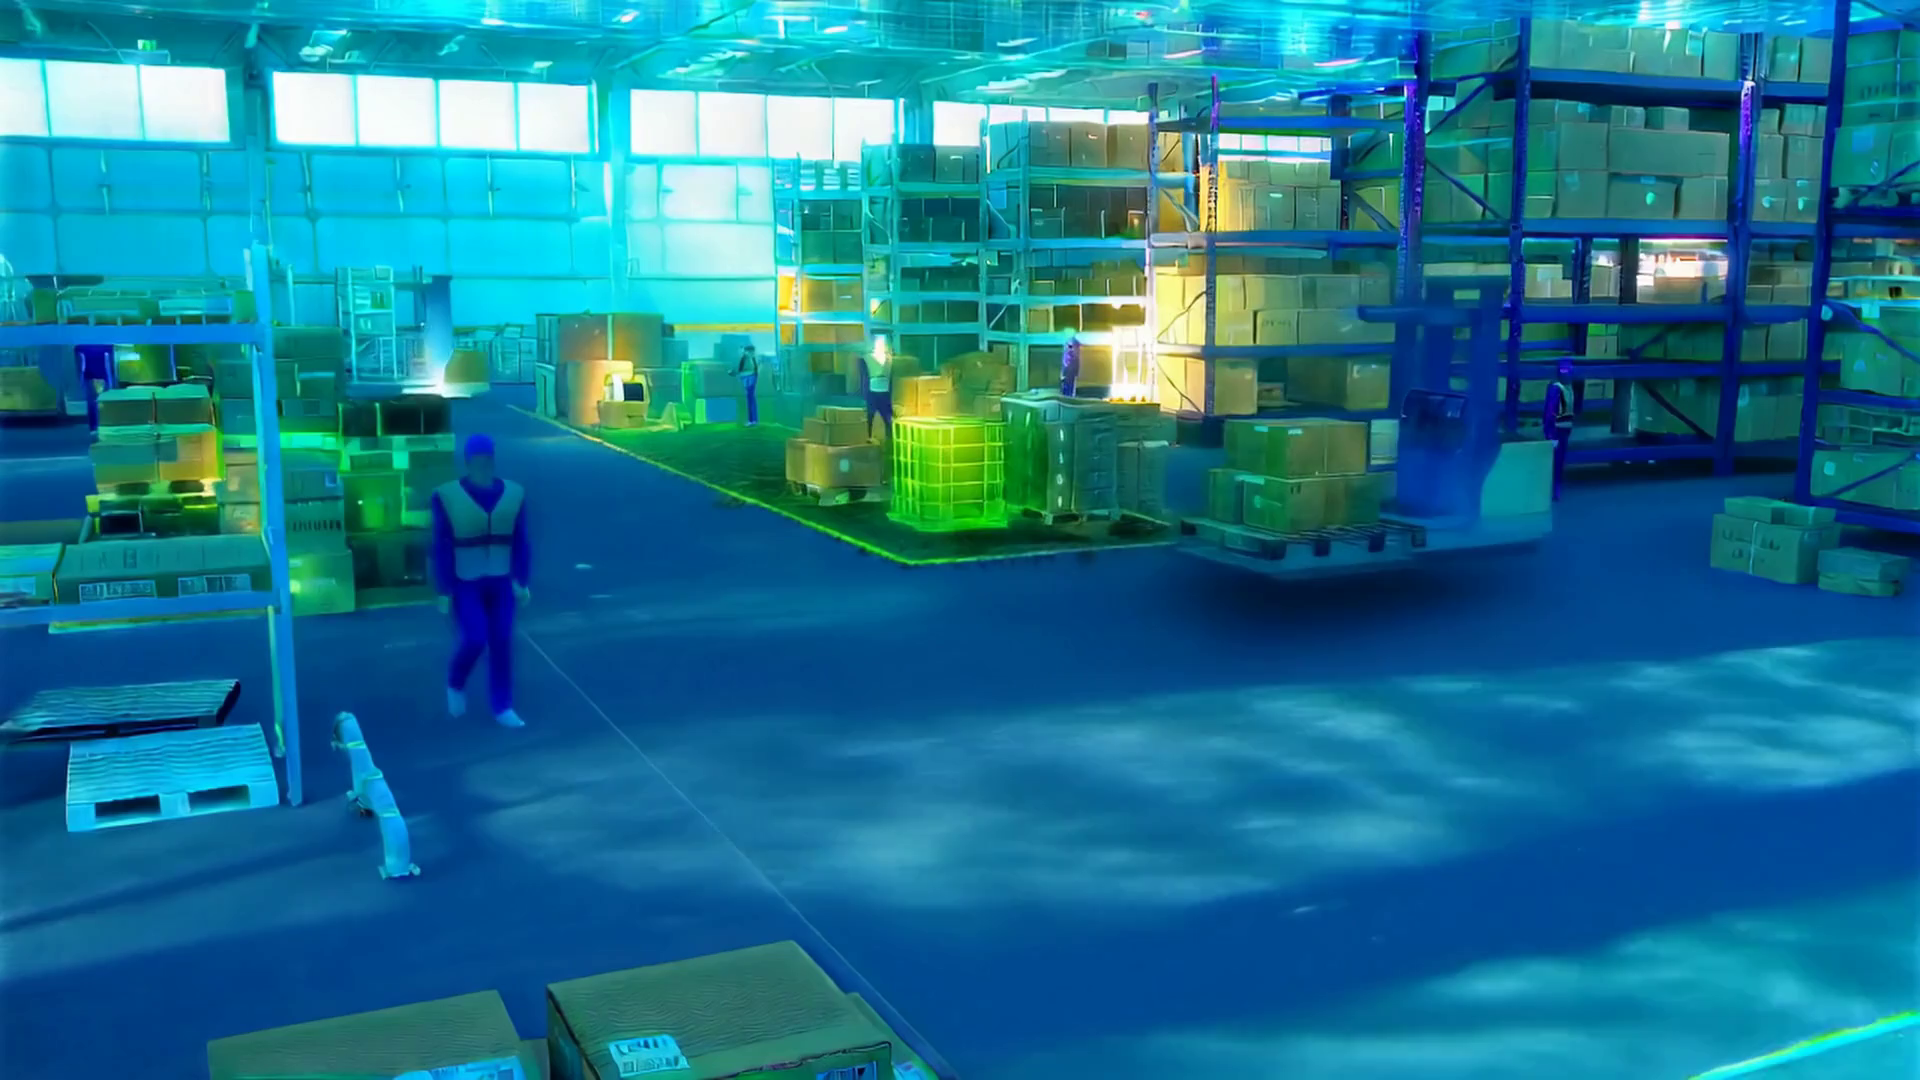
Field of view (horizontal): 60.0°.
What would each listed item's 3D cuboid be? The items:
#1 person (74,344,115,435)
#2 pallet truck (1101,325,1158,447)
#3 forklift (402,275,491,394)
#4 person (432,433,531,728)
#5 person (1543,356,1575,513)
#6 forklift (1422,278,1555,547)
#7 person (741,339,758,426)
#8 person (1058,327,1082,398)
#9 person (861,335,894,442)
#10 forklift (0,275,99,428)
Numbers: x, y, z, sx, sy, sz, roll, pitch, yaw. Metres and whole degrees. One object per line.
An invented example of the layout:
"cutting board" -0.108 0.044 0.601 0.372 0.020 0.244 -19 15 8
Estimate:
"person" -15.366 -2.834 29.586 0.628 1.939 0.373 -6 11 -32
"pallet truck" 2.881 -2.596 27.923 0.823 1.965 1.885 -1 9 -7
"forklift" -12.073 -4.806 38.902 1.873 2.768 1.129 -4 10 -25
"person" -3.055 0.253 10.559 0.615 1.899 0.519 -8 12 -40
"person" 7.220 -1.269 20.046 0.353 1.883 0.573 7 12 37
"forklift" 5.390 -1.420 17.900 1.873 2.768 1.129 -4 10 -25
"person" -3.965 -2.956 31.289 0.312 1.631 0.514 -1 9 -4
"person" 2.109 -3.198 32.142 0.429 1.842 0.637 4 10 24
"person" -1.271 -2.351 26.776 0.623 1.868 0.971 -6 11 -33
"forklift" -17.078 -3.554 31.137 1.873 2.768 1.129 -4 10 -25
